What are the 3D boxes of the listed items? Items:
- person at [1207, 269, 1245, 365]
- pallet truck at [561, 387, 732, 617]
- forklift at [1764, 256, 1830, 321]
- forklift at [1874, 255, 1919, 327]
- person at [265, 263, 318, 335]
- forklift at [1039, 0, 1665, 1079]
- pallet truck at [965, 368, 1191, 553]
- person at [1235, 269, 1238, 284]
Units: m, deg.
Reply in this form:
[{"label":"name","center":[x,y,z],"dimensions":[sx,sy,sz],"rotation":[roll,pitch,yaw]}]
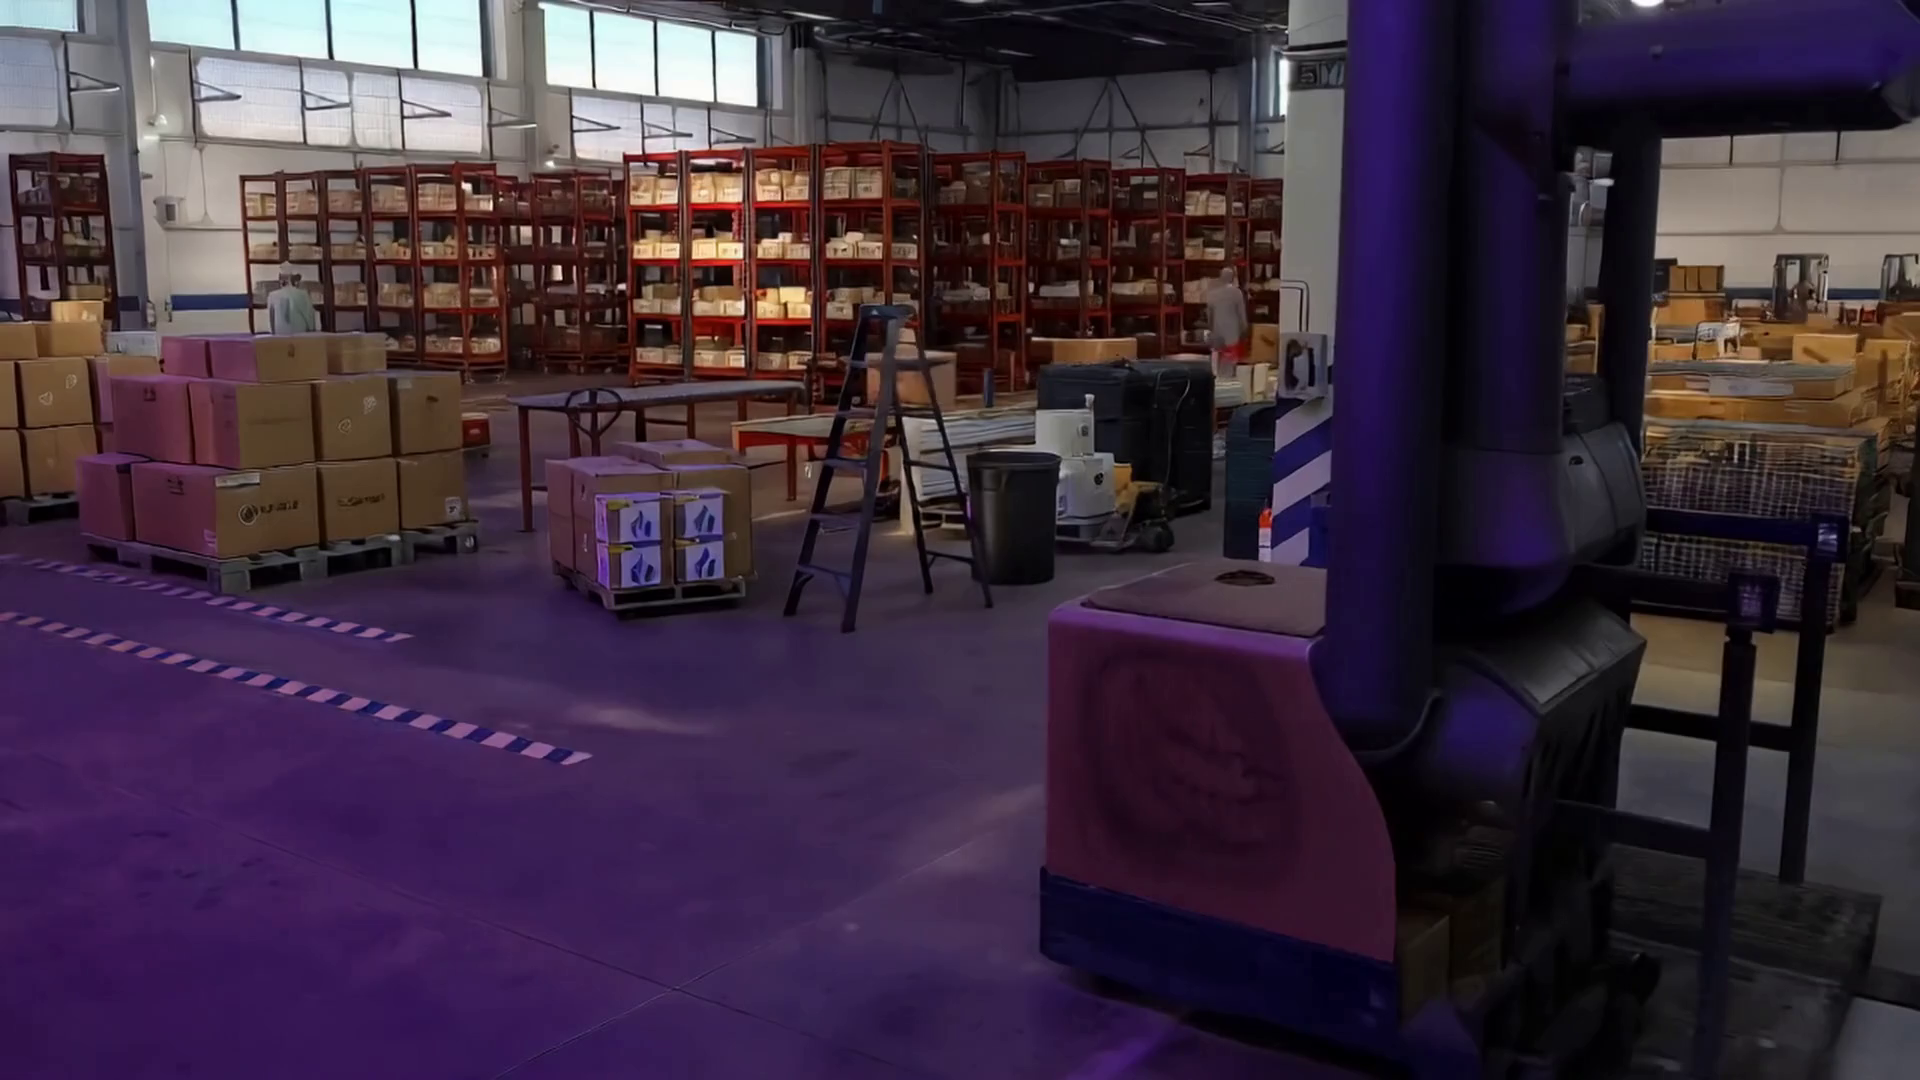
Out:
[{"label":"person","center":[4.110,-3.261,25.895],"dimensions":[0.550,1.888,0.654],"rotation":[-9,13,-43]},{"label":"pallet truck","center":[-1.981,-0.274,10.088],"dimensions":[0.680,1.201,1.601],"rotation":[-5,11,-28]},{"label":"forklift","center":[20.253,-5.854,40.139],"dimensions":[1.157,1.987,2.680],"rotation":[7,12,35]},{"label":"forklift","center":[22.089,-5.634,38.796],"dimensions":[1.157,1.987,2.680],"rotation":[6,11,33]},{"label":"person","center":[-8.548,-2.544,21.325],"dimensions":[0.623,1.992,0.396],"rotation":[-1,10,-8]},{"label":"forklift","center":[1.249,-0.137,4.360],"dimensions":[1.873,2.768,1.129],"rotation":[7,12,35]},{"label":"pallet truck","center":[0.845,-0.609,11.869],"dimensions":[1.630,1.274,0.653],"rotation":[7,12,35]},{"label":"person","center":[7.961,-6.889,47.741],"dimensions":[0.572,1.821,0.831],"rotation":[5,11,28]}]
